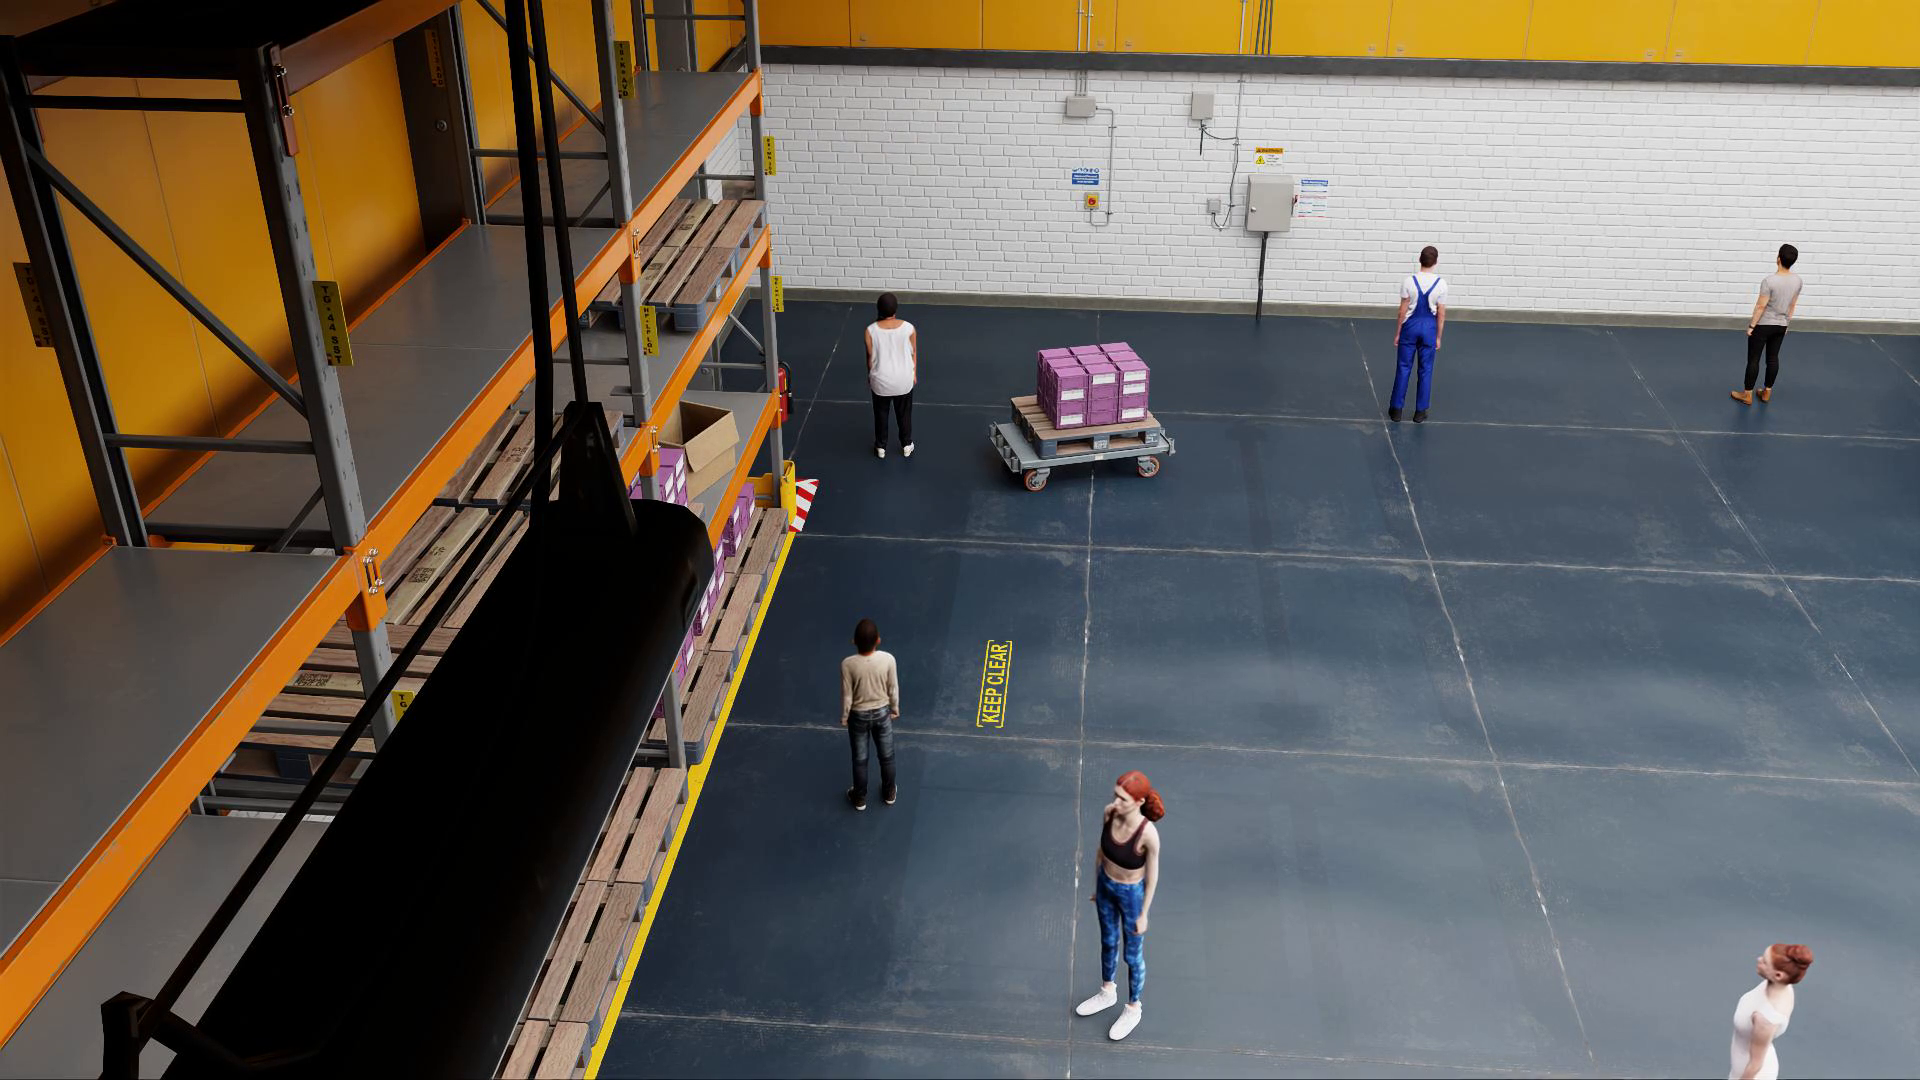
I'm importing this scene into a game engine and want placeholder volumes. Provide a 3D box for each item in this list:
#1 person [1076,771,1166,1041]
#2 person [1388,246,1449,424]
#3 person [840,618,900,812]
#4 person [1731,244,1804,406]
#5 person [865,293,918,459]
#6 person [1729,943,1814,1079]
[{"bbox_3d":[0.923,2.045,9.418,0.748,1.784,0.690,-23,36,-35],"label":"person"},{"bbox_3d":[4.667,-2.102,16.952,0.658,1.850,0.605,6,29,12],"label":"person"},{"bbox_3d":[-0.617,1.186,11.328,0.621,1.464,0.602,-7,29,-13],"label":"person"},{"bbox_3d":[8.466,-2.260,17.375,0.654,1.723,0.598,-4,29,-7],"label":"person"},{"bbox_3d":[-0.675,-1.617,16.233,0.688,1.688,0.649,-2,29,-4],"label":"person"},{"bbox_3d":[3.928,2.676,8.254,0.692,1.791,0.571,18,33,29],"label":"person"}]
